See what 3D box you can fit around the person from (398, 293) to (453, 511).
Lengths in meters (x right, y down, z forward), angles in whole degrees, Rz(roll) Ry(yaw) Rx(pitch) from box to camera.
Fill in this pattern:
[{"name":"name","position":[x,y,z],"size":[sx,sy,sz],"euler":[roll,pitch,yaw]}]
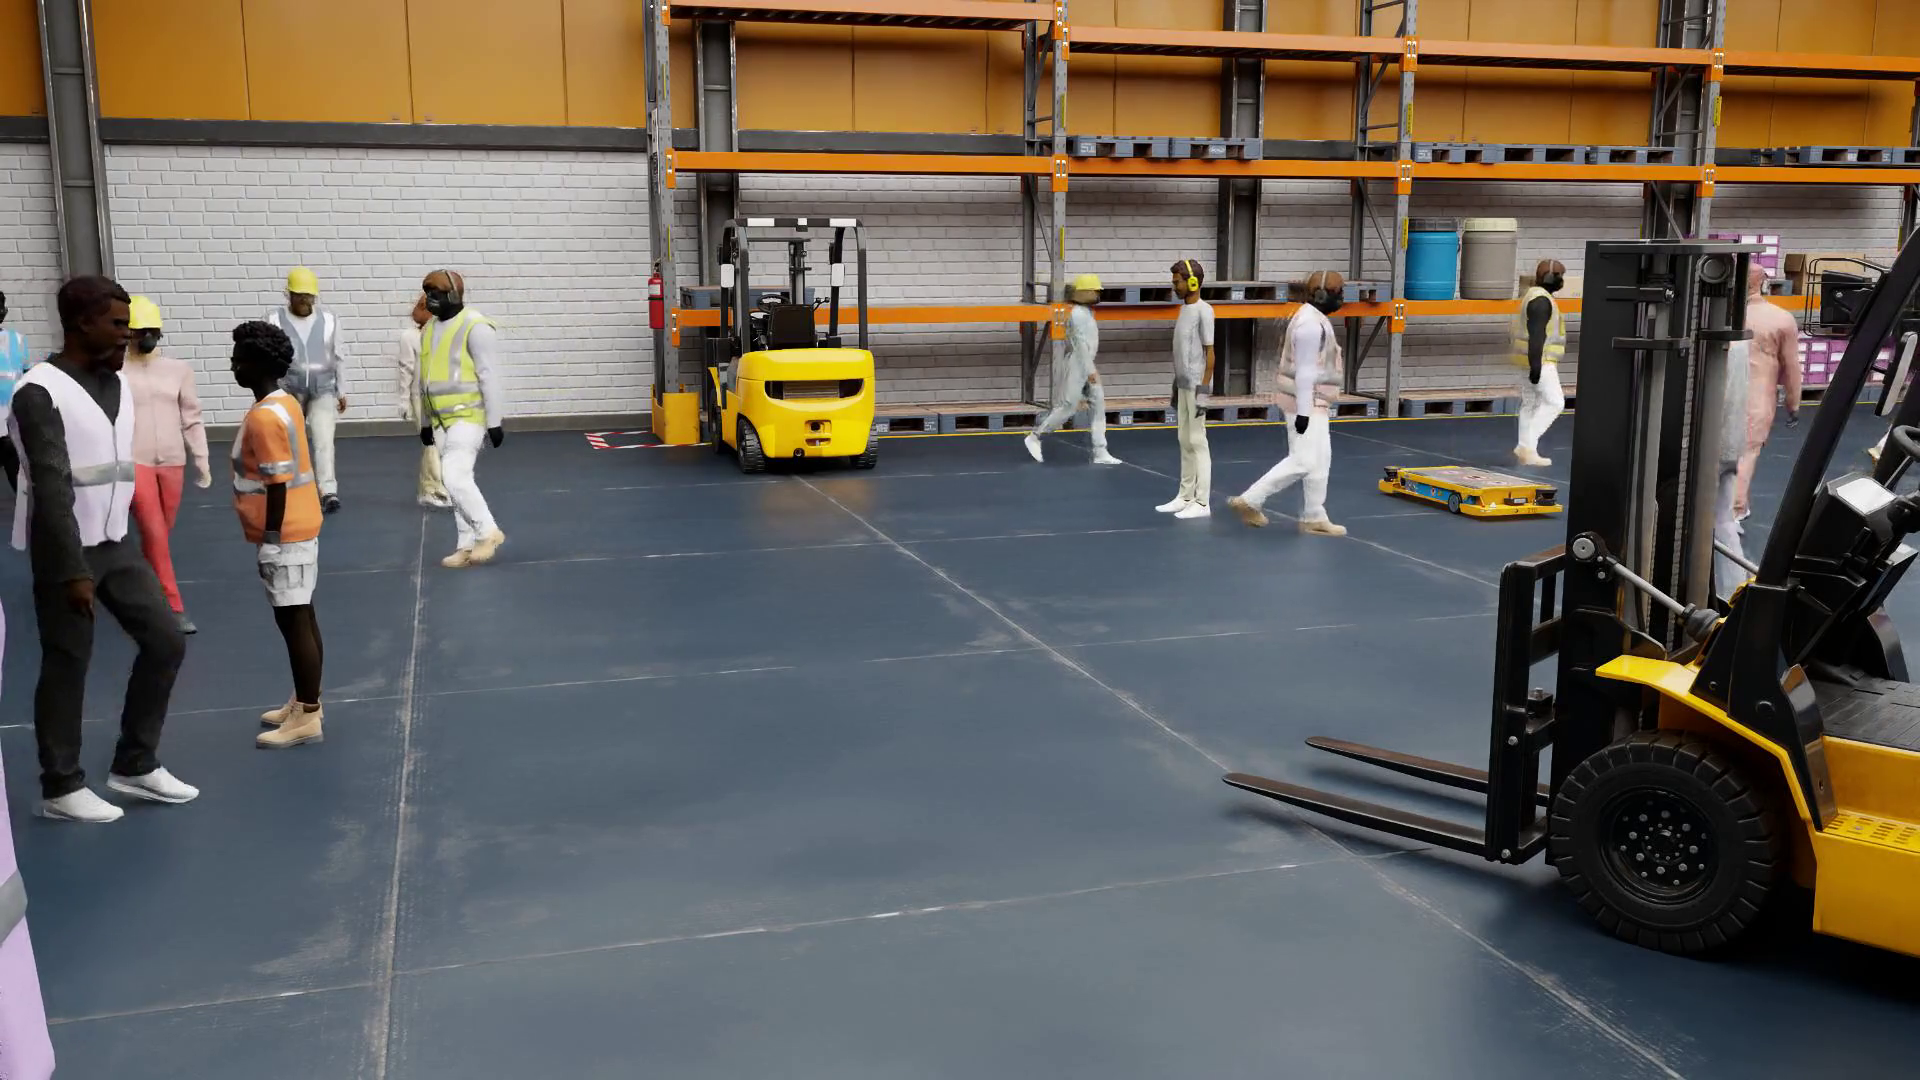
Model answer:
[{"name":"person","position":[-3.834,-1.016,12.308],"size":[0.688,1.602,0.526],"euler":[6,12,32]}]

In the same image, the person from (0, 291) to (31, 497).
[{"name":"person","position":[-7.075,-1.021,12.207],"size":[0.831,1.660,0.533],"euler":[4,11,21]}]

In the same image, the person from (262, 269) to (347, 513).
[{"name":"person","position":[-4.803,-1.079,12.190],"size":[0.628,1.776,0.919],"euler":[-5,12,-26]}]

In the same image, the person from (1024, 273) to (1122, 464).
[{"name":"person","position":[1.019,-1.529,14.847],"size":[0.810,1.712,0.478],"euler":[4,11,21]}]

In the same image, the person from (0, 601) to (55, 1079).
[{"name":"person","position":[-1.253,0.680,1.870],"size":[0.402,2.033,0.605],"euler":[-3,11,-15]}]

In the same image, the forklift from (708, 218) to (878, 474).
[{"name":"forklift","position":[-1.522,-1.778,14.899],"size":[1.214,2.155,2.313],"euler":[-3,11,-17]}]

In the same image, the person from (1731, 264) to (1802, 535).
[{"name":"person","position":[5.433,-0.977,11.502],"size":[0.663,1.849,1.048],"euler":[8,13,38]}]

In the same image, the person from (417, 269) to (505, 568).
[{"name":"person","position":[-3.062,-0.725,10.127],"size":[0.654,1.828,0.454],"euler":[9,14,40]}]

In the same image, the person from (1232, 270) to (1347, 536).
[{"name":"person","position":[2.254,-0.910,11.193],"size":[0.681,1.813,0.667],"euler":[3,11,14]}]

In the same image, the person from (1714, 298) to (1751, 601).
[{"name":"person","position":[3.719,-0.418,8.419],"size":[0.534,1.845,0.748],"euler":[-8,13,-39]}]

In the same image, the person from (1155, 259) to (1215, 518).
[{"name":"person","position":[1.659,-1.087,12.020],"size":[0.333,1.865,0.520],"euler":[-3,11,-15]}]

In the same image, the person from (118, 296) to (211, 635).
[{"name":"person","position":[-4.246,-0.415,8.706],"size":[0.883,1.728,0.532],"euler":[9,13,39]}]

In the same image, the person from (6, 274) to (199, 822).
[{"name":"person","position":[-2.952,0.049,5.713],"size":[0.625,1.888,0.626],"euler":[1,10,8]}]

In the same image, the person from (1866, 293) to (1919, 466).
[{"name":"person","position":[8.132,-1.497,14.066],"size":[0.945,1.958,0.632],"euler":[-1,10,-7]}]

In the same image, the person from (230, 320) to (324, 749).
[{"name":"person","position":[-2.717,-0.023,6.640],"size":[0.322,1.697,0.532],"euler":[-3,11,-15]}]

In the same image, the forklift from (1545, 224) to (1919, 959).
[{"name":"forklift","position":[2.909,0.117,4.508],"size":[2.313,2.155,1.214],"euler":[9,14,40]}]

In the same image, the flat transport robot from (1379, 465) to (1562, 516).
[{"name":"flat transport robot","position":[3.824,-0.388,12.551],"size":[0.652,0.197,1.431],"euler":[-3,11,-17]}]

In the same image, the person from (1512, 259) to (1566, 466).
[{"name":"person","position":[5.096,-1.538,14.617],"size":[0.450,1.827,0.635],"euler":[3,11,15]}]
